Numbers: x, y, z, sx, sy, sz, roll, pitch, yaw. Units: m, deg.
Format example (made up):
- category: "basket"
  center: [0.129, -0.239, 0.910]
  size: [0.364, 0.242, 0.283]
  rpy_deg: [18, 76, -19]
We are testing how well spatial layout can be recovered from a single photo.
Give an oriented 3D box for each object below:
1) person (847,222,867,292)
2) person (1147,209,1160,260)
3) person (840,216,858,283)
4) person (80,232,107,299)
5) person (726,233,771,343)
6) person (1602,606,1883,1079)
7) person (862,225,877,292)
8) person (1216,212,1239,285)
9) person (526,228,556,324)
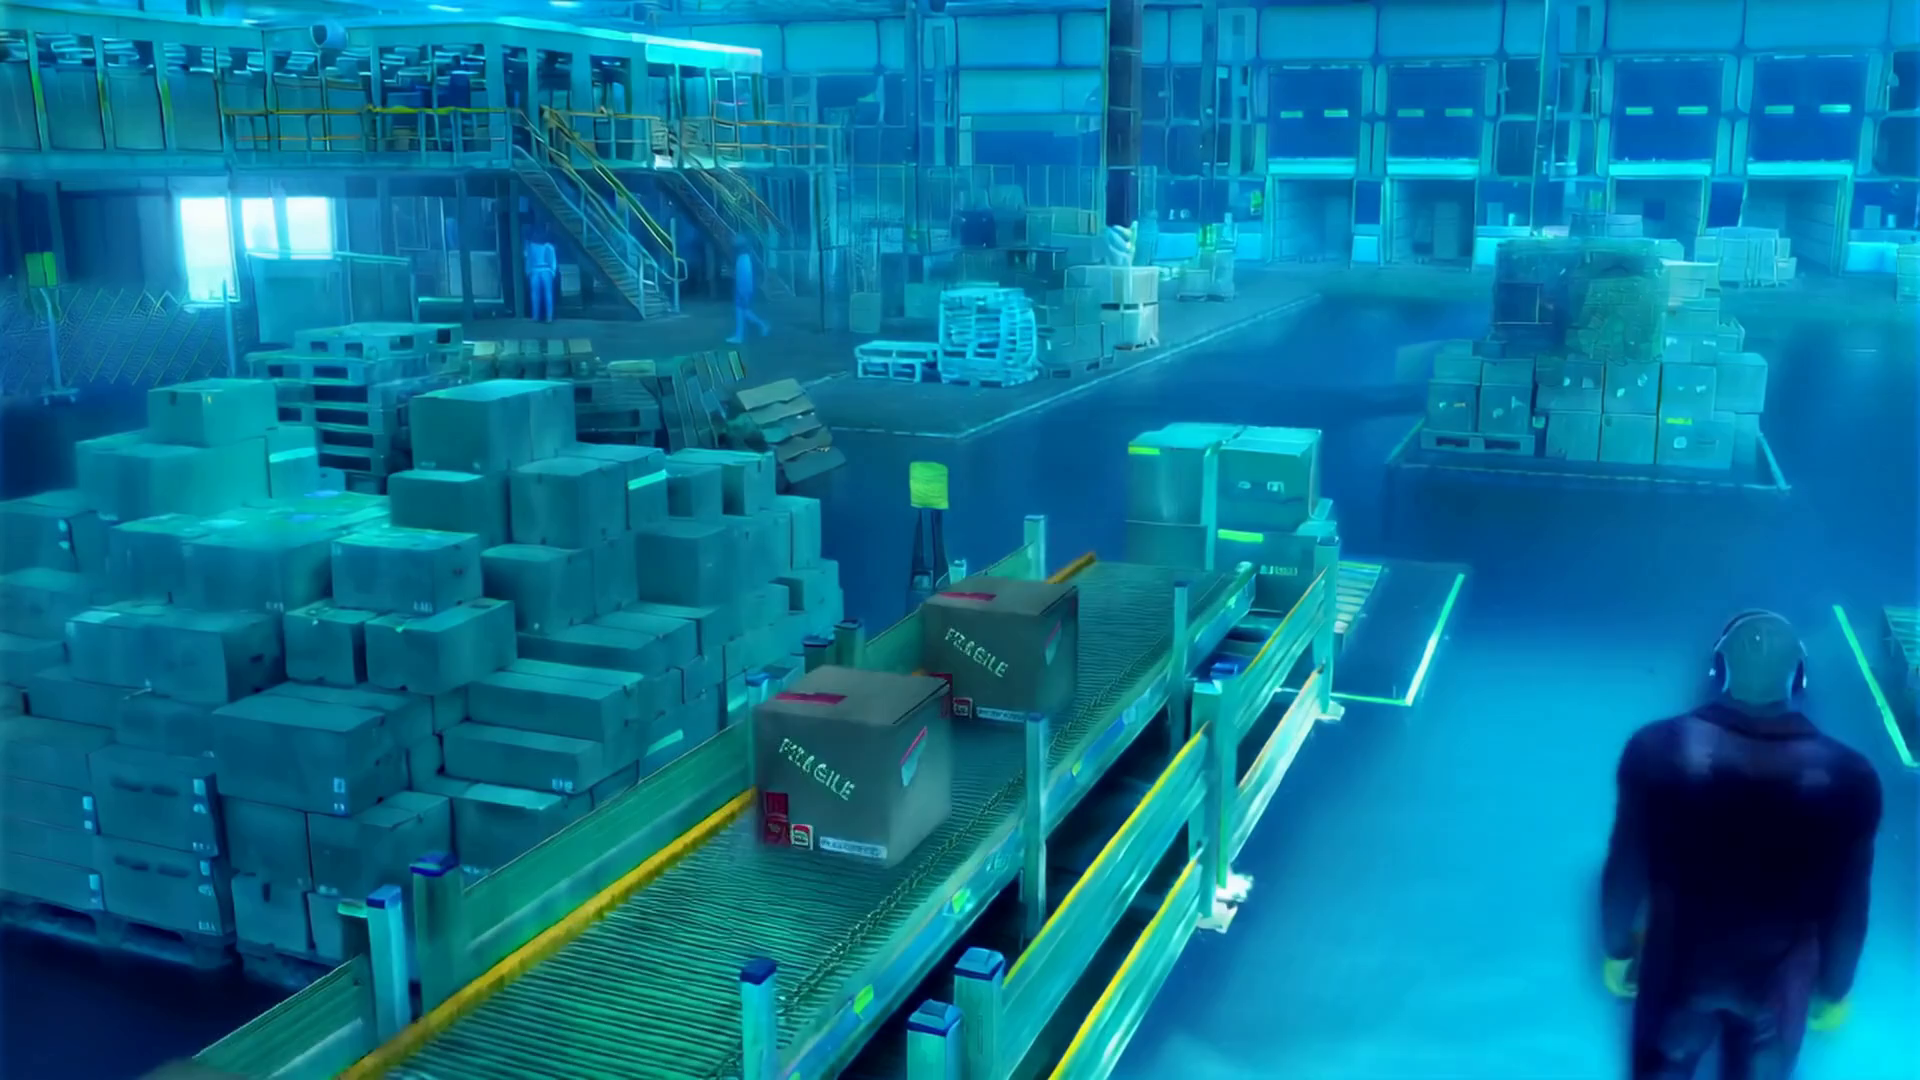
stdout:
- category: "person"
  center: [-2.197, -6.037, 36.547]
  size: [0.580, 1.868, 0.448]
  rpy_deg: [2, 13, 7]
- category: "person"
  center: [5.963, -9.354, 51.578]
  size: [0.852, 1.813, 0.635]
  rpy_deg: [1, 13, 5]
- category: "person"
  center: [-2.991, -7.855, 44.900]
  size: [0.514, 1.798, 0.985]
  rpy_deg: [1, 13, 5]
- category: "person"
  center: [-19.814, -6.386, 38.085]
  size: [0.644, 1.882, 0.870]
  rpy_deg: [0, 13, 0]
- category: "person"
  center: [-3.729, -4.409, 29.143]
  size: [0.732, 1.923, 0.553]
  rpy_deg: [-3, 13, -14]
- category: "person"
  center: [2.046, 1.117, 4.437]
  size: [0.644, 1.890, 0.581]
  rpy_deg: [6, 14, 26]
- category: "person"
  center: [-1.816, -5.444, 33.808]
  size: [0.397, 1.911, 0.587]
  rpy_deg: [0, 13, 2]
- category: "person"
  center: [6.988, -7.587, 43.407]
  size: [0.605, 1.901, 0.954]
  rpy_deg: [0, 13, -2]
- category: "person"
  center: [-8.240, -5.186, 32.702]
  size: [0.584, 1.882, 0.337]
  rpy_deg: [0, 13, 0]
